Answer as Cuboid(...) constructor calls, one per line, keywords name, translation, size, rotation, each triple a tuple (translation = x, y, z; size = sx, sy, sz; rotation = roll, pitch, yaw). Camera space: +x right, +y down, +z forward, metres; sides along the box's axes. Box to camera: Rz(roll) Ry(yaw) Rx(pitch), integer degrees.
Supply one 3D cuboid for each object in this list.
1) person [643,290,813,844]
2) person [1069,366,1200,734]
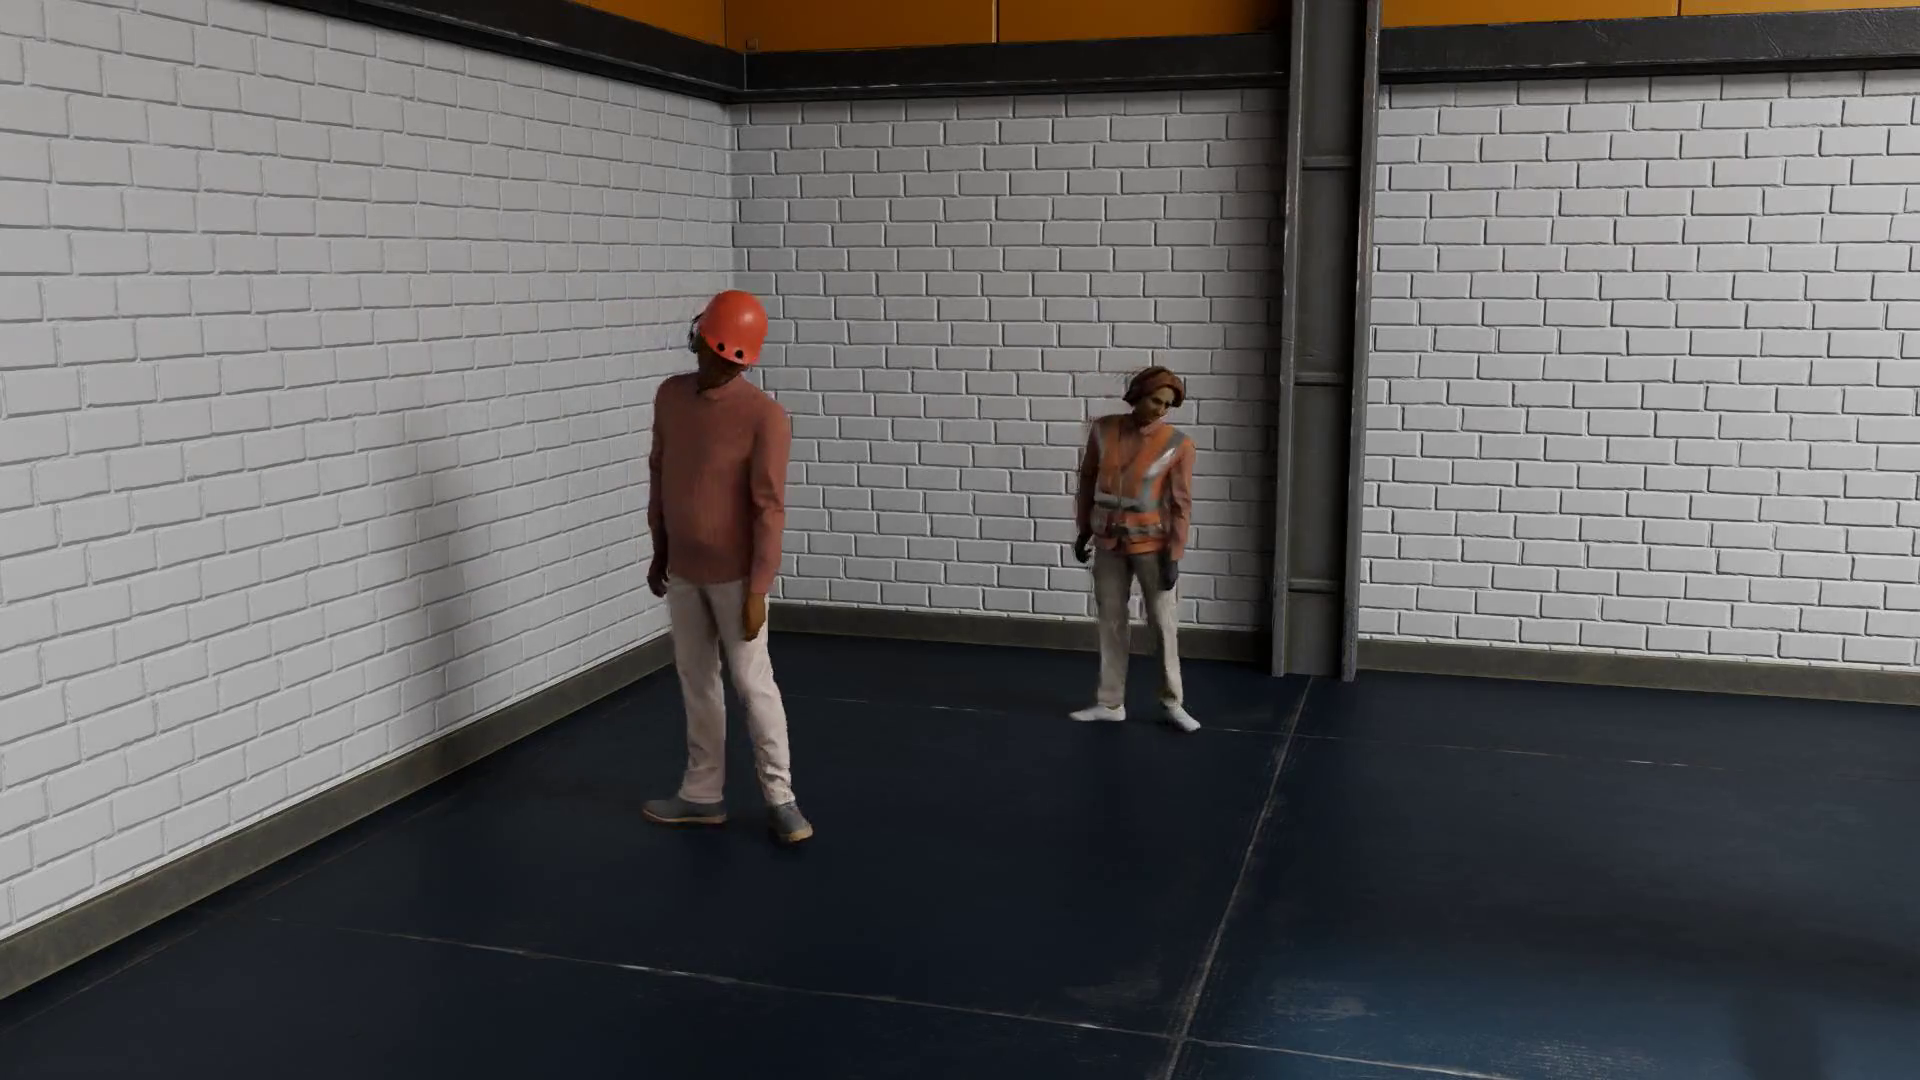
Cuboid(name="person", translation=(-0.864, 0.106, 5.850), size=(0.711, 1.946, 0.379), rotation=(8, 12, 39))
Cuboid(name="person", translation=(0.740, 0.046, 7.229), size=(0.605, 1.609, 0.326), rotation=(6, 11, 34))
